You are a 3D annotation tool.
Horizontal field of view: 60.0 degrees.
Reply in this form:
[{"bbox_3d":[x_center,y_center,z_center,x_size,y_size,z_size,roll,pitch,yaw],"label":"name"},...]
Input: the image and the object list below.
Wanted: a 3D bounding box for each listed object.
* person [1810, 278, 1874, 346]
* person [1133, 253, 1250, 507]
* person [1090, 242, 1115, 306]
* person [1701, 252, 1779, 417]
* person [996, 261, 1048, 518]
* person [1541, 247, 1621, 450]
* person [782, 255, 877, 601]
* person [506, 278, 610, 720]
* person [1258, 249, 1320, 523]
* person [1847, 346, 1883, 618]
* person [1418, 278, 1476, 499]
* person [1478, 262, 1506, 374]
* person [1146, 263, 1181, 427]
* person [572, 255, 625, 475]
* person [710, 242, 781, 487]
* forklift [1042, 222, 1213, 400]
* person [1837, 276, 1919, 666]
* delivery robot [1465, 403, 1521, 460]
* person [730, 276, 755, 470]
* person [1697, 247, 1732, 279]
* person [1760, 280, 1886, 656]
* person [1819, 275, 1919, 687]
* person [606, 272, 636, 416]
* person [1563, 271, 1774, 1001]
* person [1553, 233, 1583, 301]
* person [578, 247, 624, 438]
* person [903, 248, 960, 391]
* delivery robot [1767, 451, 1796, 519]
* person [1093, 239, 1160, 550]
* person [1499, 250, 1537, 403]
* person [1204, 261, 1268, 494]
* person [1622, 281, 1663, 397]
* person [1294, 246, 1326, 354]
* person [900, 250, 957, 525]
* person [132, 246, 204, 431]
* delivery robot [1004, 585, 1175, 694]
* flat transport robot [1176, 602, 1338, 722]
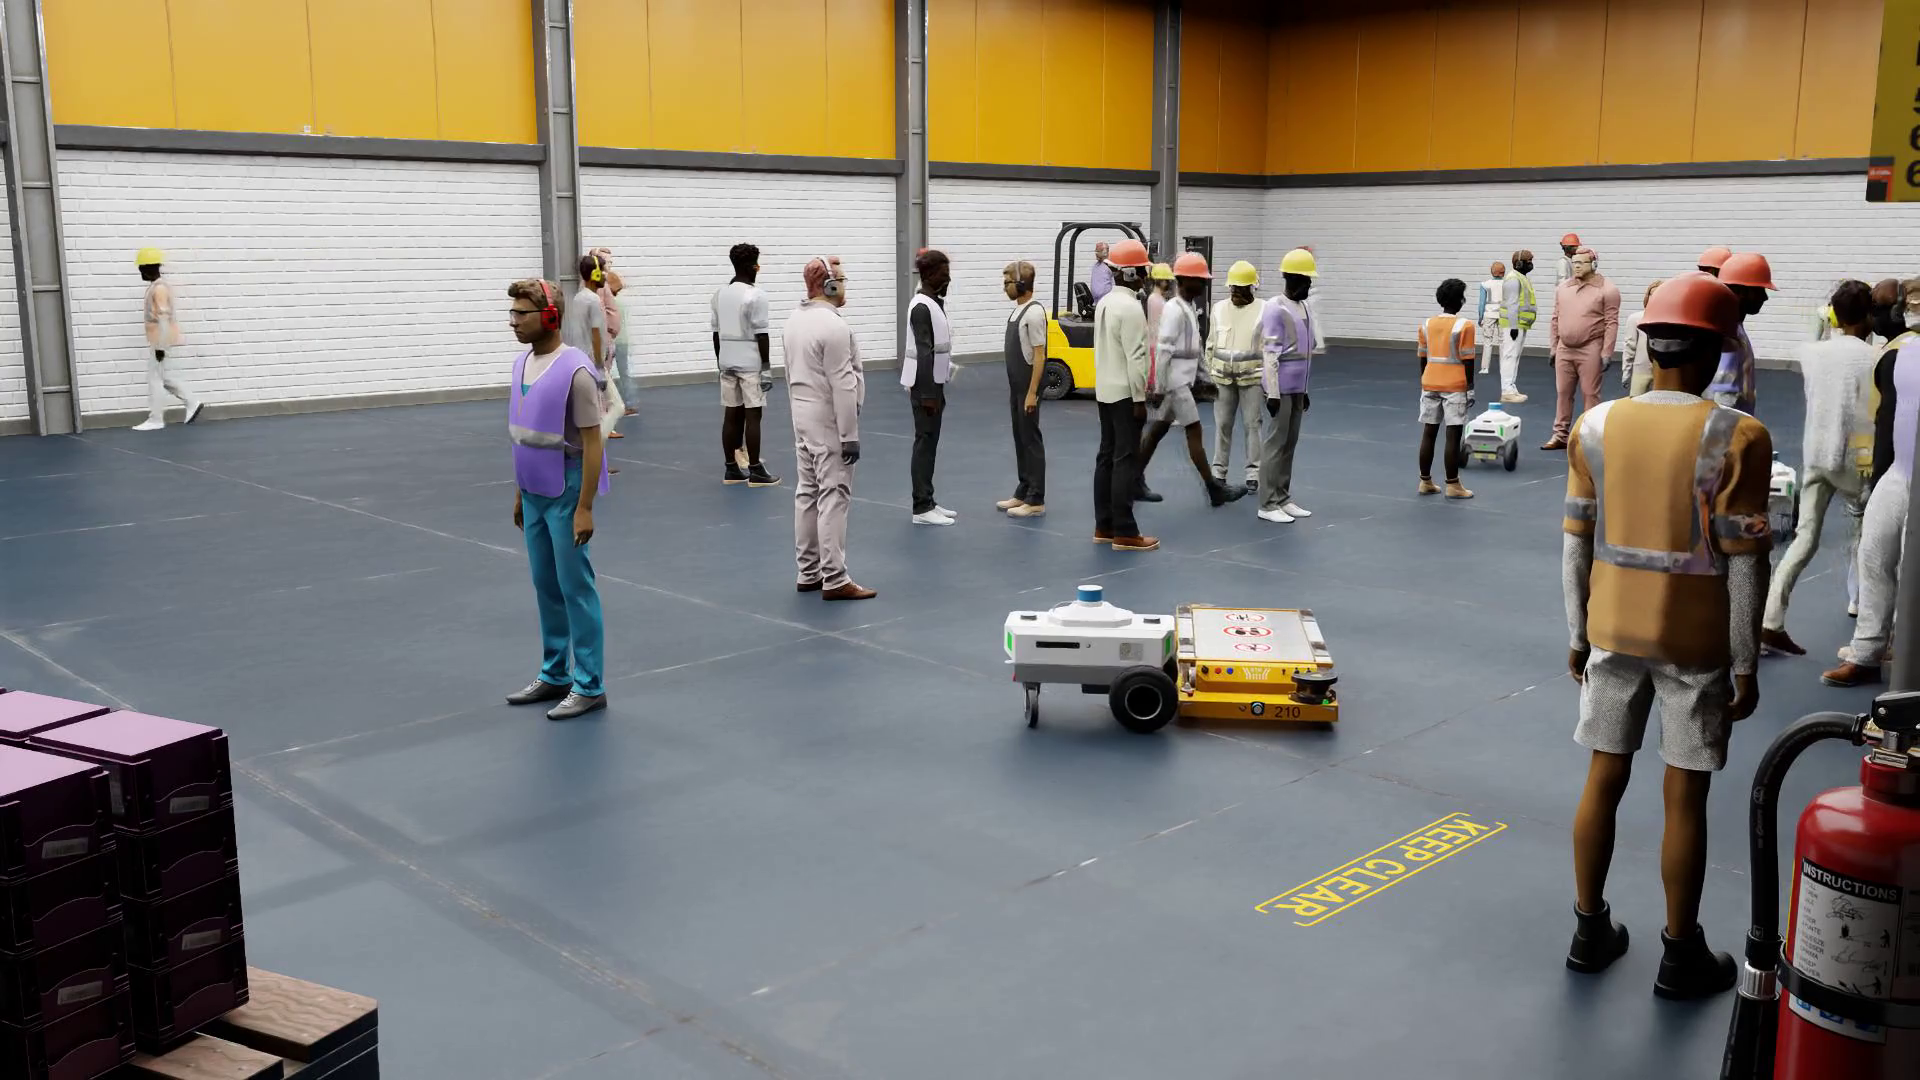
[{"bbox_3d":[8.201,-1.625,15.515,0.544,1.625,0.382,5,11,24],"label":"person"},{"bbox_3d":[1.683,-1.191,12.452,0.998,1.883,0.553,3,11,15],"label":"person"},{"bbox_3d":[2.321,-3.898,27.170,0.403,1.904,0.652,-6,12,-29],"label":"person"},{"bbox_3d":[4.030,-0.533,8.742,0.378,1.932,0.551,4,11,19],"label":"person"},{"bbox_3d":[0.460,-1.083,11.999,0.329,1.838,0.517,-2,11,-13],"label":"person"},{"bbox_3d":[5.780,-1.761,15.512,0.400,1.910,0.643,-9,13,-39],"label":"person"},{"bbox_3d":[-0.728,-0.621,9.286,0.407,1.913,0.641,-6,12,-32],"label":"person"},{"bbox_3d":[-1.695,-0.175,7.029,0.372,1.843,0.570,-10,14,-42],"label":"person"},{"bbox_3d":[2.344,-1.089,11.799,0.381,1.922,0.593,7,12,33],"label":"person"},{"bbox_3d":[4.921,-0.442,8.694,0.306,1.772,0.525,-10,14,-43],"label":"person"},{"bbox_3d":[3.757,-1.164,12.826,0.319,1.698,0.532,-7,12,-33],"label":"person"},{"bbox_3d":[7.800,-3.222,24.206,0.514,1.641,0.308,1,10,5],"label":"person"},{"bbox_3d":[2.018,-2.052,17.565,0.778,1.736,0.531,2,11,13],"label":"person"},{"bbox_3d":[-3.039,-1.448,13.932,0.374,1.856,0.569,-6,12,-30],"label":"person"},{"bbox_3d":[-1.745,-1.412,13.447,0.607,1.966,0.374,9,13,39],"label":"person"},{"bbox_3d":[1.935,-2.847,20.651,2.313,2.155,1.214,2,11,13],"label":"forklift"},{"bbox_3d":[4.430,-0.327,7.912,0.431,1.833,0.631,8,13,36],"label":"person"},{"bbox_3d":[4.669,-0.956,14.558,0.477,0.478,0.707,6,12,30],"label":"delivery robot"},{"bbox_3d":[-1.890,-1.458,14.433,0.317,1.695,0.540,1,10,4],"label":"person"},{"bbox_3d":[5.804,-1.308,12.978,0.376,1.931,0.542,0,10,2],"label":"person"},{"bbox_3d":[4.238,-0.340,8.037,0.947,1.821,0.504,-6,12,-31],"label":"person"},{"bbox_3d":[4.287,-0.264,7.421,0.763,1.884,0.670,-1,10,-4],"label":"person"},{"bbox_3d":[-3.891,-2.168,18.515,0.563,1.613,0.503,-6,12,-31],"label":"person"},{"bbox_3d":[1.883,0.257,4.449,0.369,1.929,0.542,-9,14,-42],"label":"person"},{"bbox_3d":[9.468,-3.746,25.961,0.377,2.045,0.605,5,11,25],"label":"person"},{"bbox_3d":[-3.594,-1.972,16.679,0.404,1.903,0.636,-3,11,-18],"label":"person"},{"bbox_3d":[-0.380,-2.861,21.633,0.670,1.862,0.590,-1,10,-5],"label":"person"},{"bbox_3d":[5.495,-0.363,11.321,0.477,0.478,0.707,5,12,26],"label":"delivery robot"},{"bbox_3d":[1.062,-0.934,10.761,0.379,1.996,0.609,-3,11,-18],"label":"person"},{"bbox_3d":[6.807,-2.605,20.295,0.430,1.845,0.622,6,12,28],"label":"person"},{"bbox_3d":[2.192,-1.266,13.048,0.588,1.822,0.403,5,12,27],"label":"person"},{"bbox_3d":[6.022,-1.430,14.452,0.507,1.631,0.278,4,11,19],"label":"person"},{"bbox_3d":[5.836,-4.066,28.302,0.929,1.832,0.589,-1,10,-4],"label":"person"},{"bbox_3d":[-0.219,-1.073,11.730,0.391,1.920,0.593,1,10,4],"label":"person"},{"bbox_3d":[-8.348,-2.107,17.385,0.612,1.916,0.626,-5,11,-24],"label":"person"},{"bbox_3d":[0.542,0.433,6.982,0.707,0.478,0.477,1,11,7],"label":"delivery robot"},{"bbox_3d":[1.309,0.524,7.515,0.652,0.197,1.431,1,10,7],"label":"flat transport robot"}]
